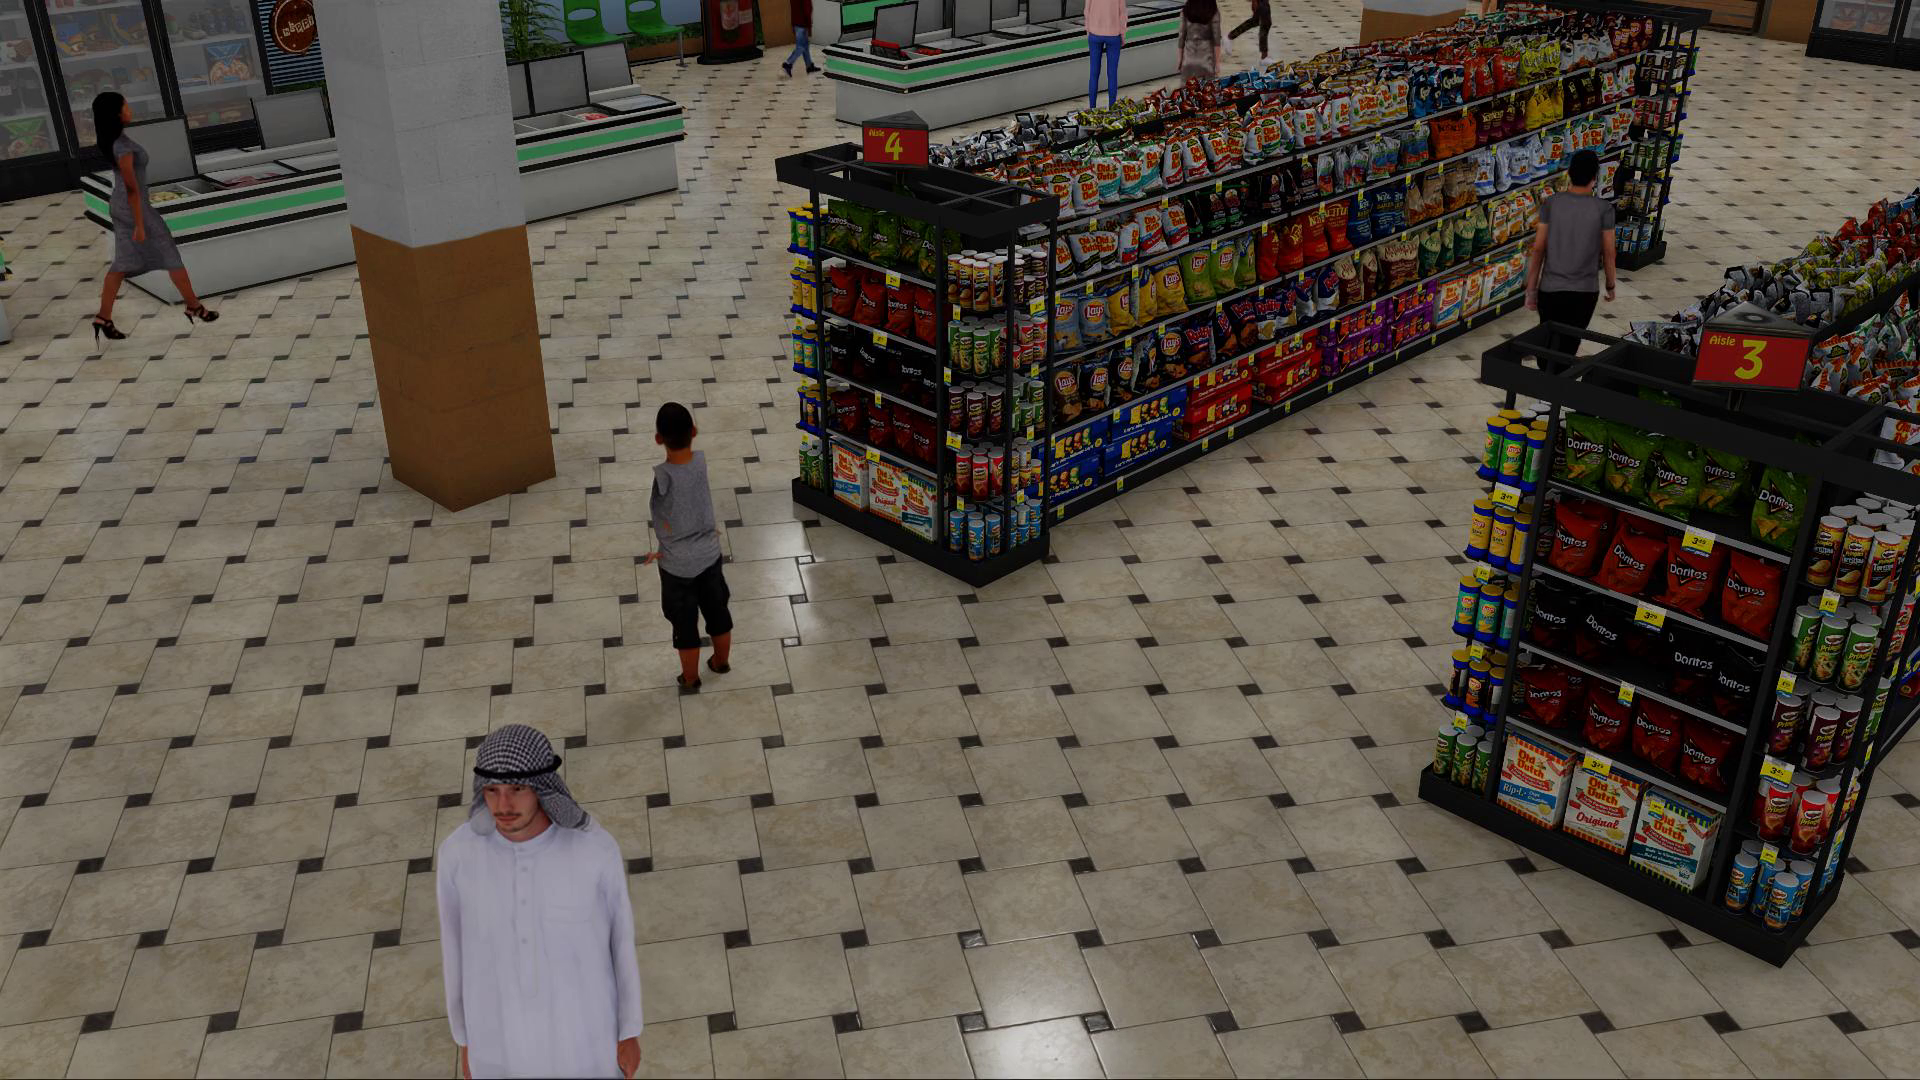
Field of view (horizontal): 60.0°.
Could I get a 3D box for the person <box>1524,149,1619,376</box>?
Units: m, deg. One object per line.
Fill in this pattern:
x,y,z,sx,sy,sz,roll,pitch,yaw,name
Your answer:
3.743,-1.503,10.318,0.752,1.711,1.184,19,32,32,person

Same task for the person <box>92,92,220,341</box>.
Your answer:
-5.909,-2.223,11.710,0.651,1.735,1.106,22,34,36,person

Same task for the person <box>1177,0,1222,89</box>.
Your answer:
2.399,-4.784,16.751,0.660,1.743,0.617,13,30,24,person

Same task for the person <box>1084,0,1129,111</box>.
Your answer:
1.572,-5.446,18.028,0.719,1.770,0.700,9,28,17,person

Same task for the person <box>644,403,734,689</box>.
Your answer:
-1.244,-0.003,7.643,0.452,1.455,0.643,-22,34,-36,person

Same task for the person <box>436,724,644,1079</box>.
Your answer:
-1.112,1.327,4.499,0.783,1.926,0.859,-3,27,-5,person

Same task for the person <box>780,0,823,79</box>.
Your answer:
-1.981,-6.247,20.188,0.875,1.244,0.619,-16,31,-28,person

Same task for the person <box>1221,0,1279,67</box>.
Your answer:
3.672,-6.802,20.801,0.829,1.680,1.052,14,30,26,person
